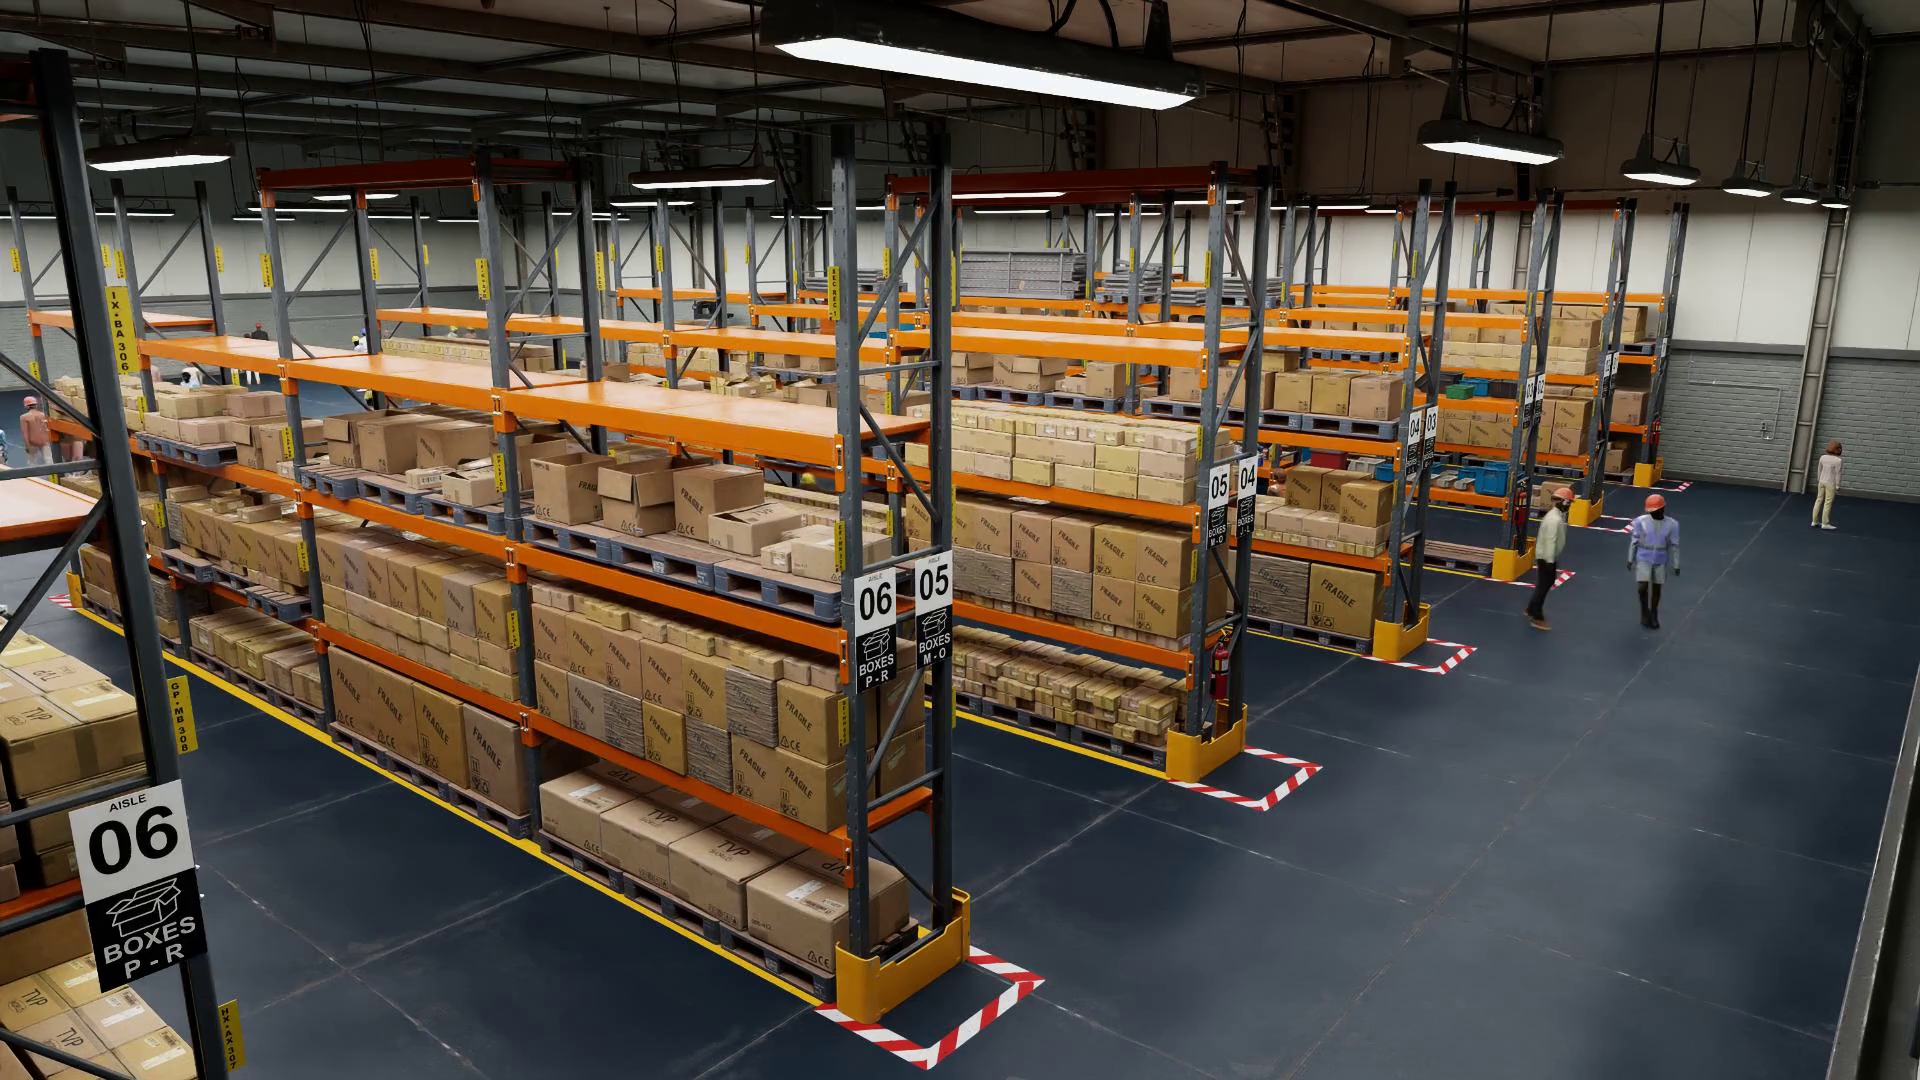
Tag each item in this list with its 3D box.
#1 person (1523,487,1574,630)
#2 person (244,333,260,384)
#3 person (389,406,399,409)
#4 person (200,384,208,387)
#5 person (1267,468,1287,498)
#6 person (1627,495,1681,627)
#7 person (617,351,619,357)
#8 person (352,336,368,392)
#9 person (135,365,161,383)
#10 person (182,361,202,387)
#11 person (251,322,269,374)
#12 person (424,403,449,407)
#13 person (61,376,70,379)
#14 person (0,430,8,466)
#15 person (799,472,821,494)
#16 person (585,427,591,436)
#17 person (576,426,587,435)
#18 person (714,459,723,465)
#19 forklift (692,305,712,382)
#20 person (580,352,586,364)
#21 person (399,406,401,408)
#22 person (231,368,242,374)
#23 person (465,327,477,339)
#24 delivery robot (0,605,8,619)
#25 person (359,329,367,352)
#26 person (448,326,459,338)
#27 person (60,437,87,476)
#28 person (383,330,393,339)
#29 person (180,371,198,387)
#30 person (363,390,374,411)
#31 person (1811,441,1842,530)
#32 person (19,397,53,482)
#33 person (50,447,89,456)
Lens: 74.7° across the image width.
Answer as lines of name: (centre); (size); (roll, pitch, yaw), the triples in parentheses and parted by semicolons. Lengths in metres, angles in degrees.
person: (8.166, 0.254, 17.498); (0.469, 1.974, 0.806); (8, 16, 31)
person: (-25.988, -6.637, 46.095); (0.636, 1.842, 0.429); (-10, 17, -35)
person: (-13.510, -2.713, 29.880); (0.826, 1.872, 0.607); (11, 17, 37)
person: (-17.758, -2.728, 29.832); (0.411, 1.927, 0.570); (-10, 17, -37)
person: (5.261, -0.379, 20.770); (0.513, 1.641, 0.307); (-6, 15, -22)
person: (9.637, 0.298, 17.453); (0.646, 1.893, 0.550); (6, 15, 23)
person: (-10.810, -5.316, 40.865); (0.677, 1.743, 0.532); (0, 14, -2)
person: (-20.929, -6.143, 43.896); (0.383, 1.922, 0.587); (-1, 14, -5)
person: (-23.891, -4.450, 37.004); (0.730, 1.882, 0.686); (8, 16, 31)
person: (-23.700, -4.771, 38.935); (0.870, 1.596, 0.539); (12, 18, 42)
person: (-27.557, -7.581, 49.656); (0.609, 1.995, 0.378); (-10, 17, -35)
person: (-12.818, -2.905, 30.789); (0.989, 1.834, 0.611); (13, 19, 43)
person: (-22.517, -3.196, 31.806); (0.572, 1.891, 0.935); (-11, 17, -38)
person: (-20.323, -1.774, 26.506); (0.514, 1.641, 0.309); (-2, 14, -9)
person: (-2.307, -0.205, 19.862); (0.519, 1.727, 0.490); (10, 17, 36)
person: (-9.751, -3.410, 32.601); (0.411, 1.951, 0.606); (3, 14, 14)
person: (-8.073, -1.857, 26.657); (0.734, 1.732, 0.524); (-6, 15, -24)
person: (-5.304, -2.138, 27.644); (0.491, 1.816, 0.920); (-2, 14, -8)
forklift: (-9.511, -7.392, 47.124); (1.873, 2.768, 1.129); (11, 17, 38)
person: (-12.173, -5.394, 41.496); (0.608, 1.597, 0.320); (-4, 14, -17)
person: (-16.609, -4.421, 36.773); (0.636, 1.939, 0.363); (-8, 16, -30)
person: (-24.542, -5.783, 42.512); (0.329, 1.876, 0.515); (11, 17, 37)
person: (-20.002, -7.924, 51.568); (0.434, 1.754, 0.523); (11, 18, 38)
delivery robot: (-13.416, 1.026, 17.144); (0.707, 0.478, 0.477); (-1, 14, -5)
person: (-22.100, -6.896, 46.937); (0.605, 1.948, 0.384); (-9, 16, -34)
person: (-20.369, -7.771, 50.804); (0.434, 1.812, 0.612); (1, 14, 6)
person: (-19.614, -2.195, 27.771); (0.651, 1.868, 0.932); (-11, 17, -37)
person: (-21.429, -6.893, 47.058); (0.675, 1.888, 0.658); (0, 14, -1)
person: (-21.375, -3.871, 35.054); (0.536, 1.686, 0.493); (3, 14, 13)
person: (-13.365, -2.504, 28.968); (0.683, 1.907, 0.589); (-8, 16, -29)
person: (16.183, -1.029, 23.451); (0.286, 1.636, 0.500); (-2, 14, -8)
person: (-20.076, -2.138, 27.339); (0.983, 1.946, 0.659); (6, 15, 25)
person: (-22.053, -3.017, 31.106); (0.992, 1.882, 0.570); (2, 14, 8)
